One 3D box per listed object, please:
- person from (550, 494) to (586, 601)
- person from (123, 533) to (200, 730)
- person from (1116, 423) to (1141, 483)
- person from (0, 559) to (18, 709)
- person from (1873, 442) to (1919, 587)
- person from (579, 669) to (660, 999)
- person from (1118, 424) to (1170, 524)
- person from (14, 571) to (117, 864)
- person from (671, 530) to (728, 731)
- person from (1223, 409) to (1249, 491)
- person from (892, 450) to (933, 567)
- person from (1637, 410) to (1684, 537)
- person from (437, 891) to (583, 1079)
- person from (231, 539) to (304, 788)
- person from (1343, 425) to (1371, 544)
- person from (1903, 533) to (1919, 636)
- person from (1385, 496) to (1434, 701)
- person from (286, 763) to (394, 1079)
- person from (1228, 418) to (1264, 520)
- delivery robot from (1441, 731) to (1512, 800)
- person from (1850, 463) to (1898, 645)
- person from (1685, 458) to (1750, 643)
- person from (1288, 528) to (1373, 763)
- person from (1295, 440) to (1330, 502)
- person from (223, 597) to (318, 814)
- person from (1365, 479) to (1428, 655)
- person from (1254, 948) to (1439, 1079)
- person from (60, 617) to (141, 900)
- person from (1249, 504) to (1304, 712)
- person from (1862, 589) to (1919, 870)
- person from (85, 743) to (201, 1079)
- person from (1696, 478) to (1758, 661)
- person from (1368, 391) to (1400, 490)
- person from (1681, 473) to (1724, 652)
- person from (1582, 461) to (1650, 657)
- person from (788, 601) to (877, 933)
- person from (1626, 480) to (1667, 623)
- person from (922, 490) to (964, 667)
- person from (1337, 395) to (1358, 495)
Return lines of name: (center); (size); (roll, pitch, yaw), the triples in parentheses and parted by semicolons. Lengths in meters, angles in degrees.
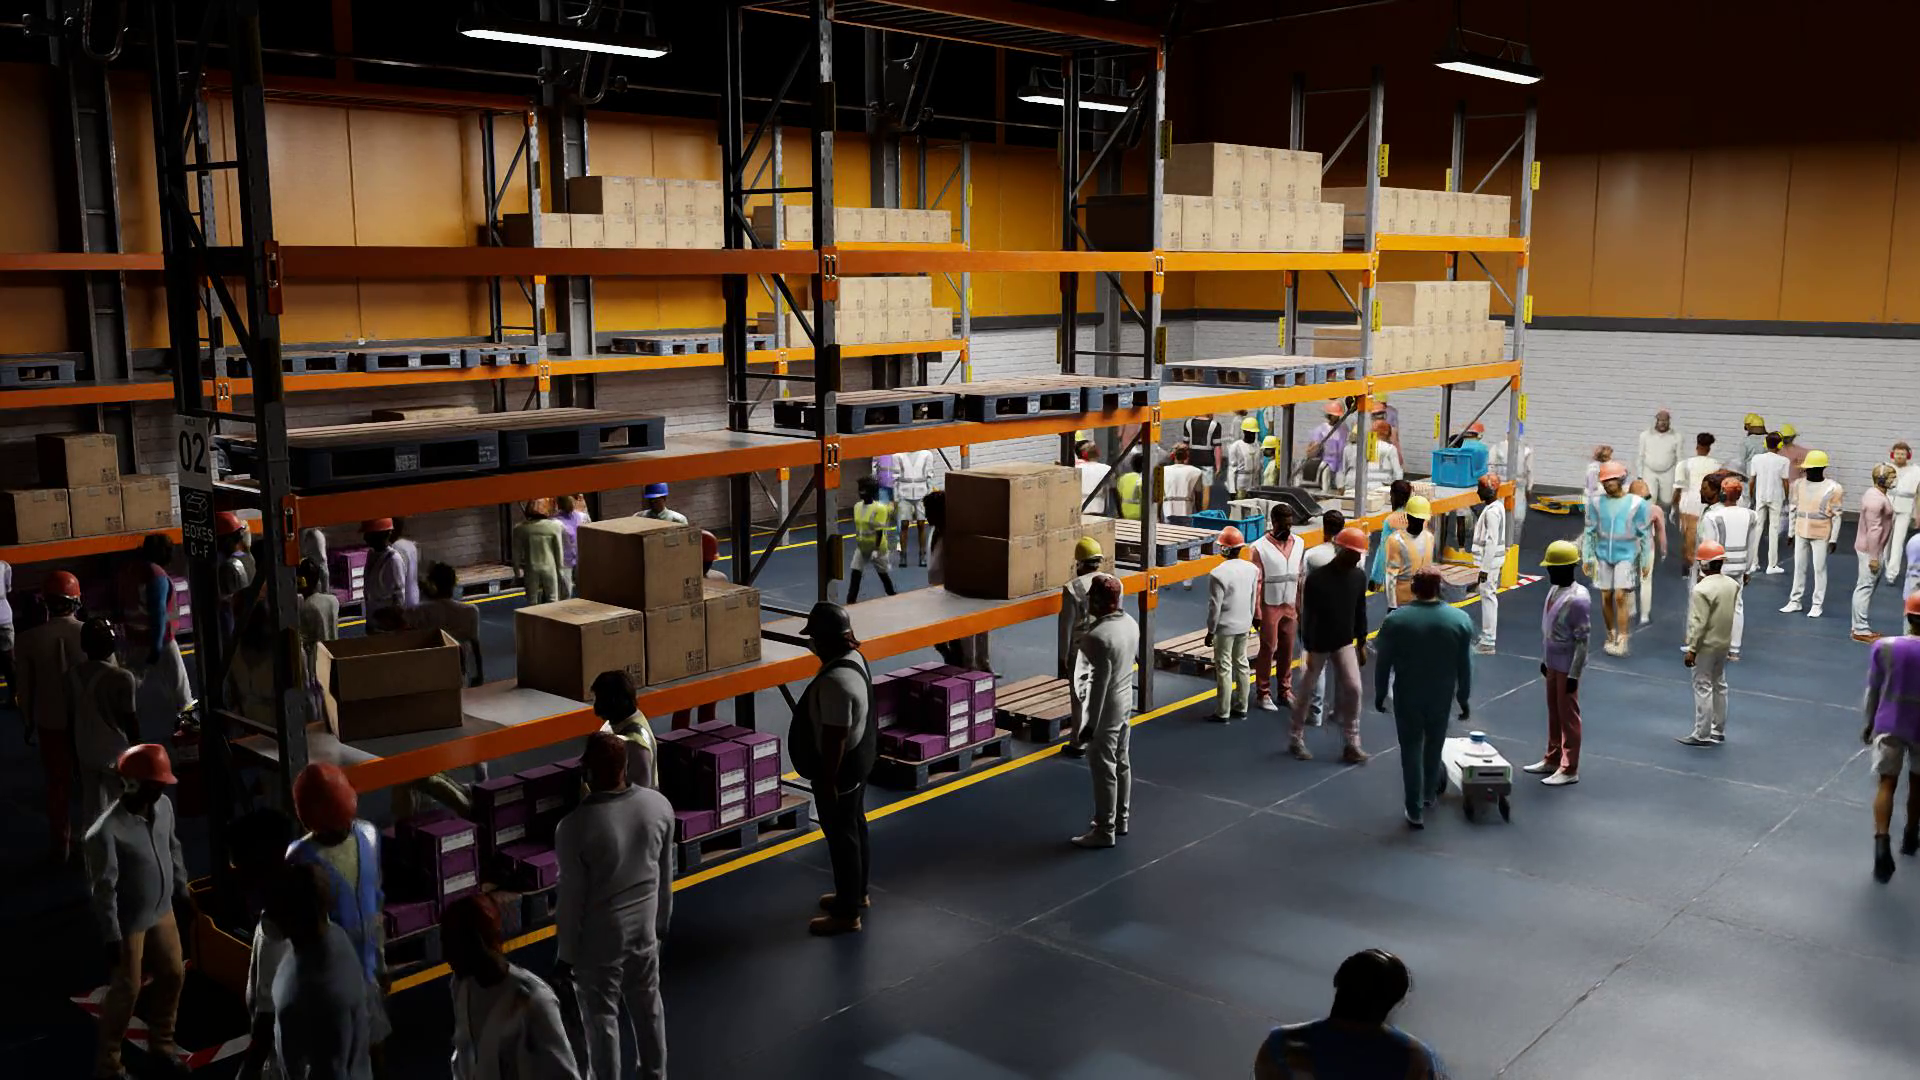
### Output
person: (-4.199, 0.262, 17.950); (0.369, 1.629, 0.552); (6, 11, 33)
person: (-6.875, 0.836, 14.071); (0.613, 1.798, 0.920); (8, 12, 39)
person: (3.134, -1.981, 30.510); (0.648, 1.907, 0.401); (-6, 11, -31)
person: (-8.709, 0.741, 14.907); (0.319, 1.698, 0.538); (3, 10, 17)
person: (11.882, -0.357, 21.118); (0.579, 1.812, 0.911); (7, 12, 34)
person: (-1.888, 1.614, 9.250); (0.429, 1.843, 0.627); (-3, 10, -19)
person: (2.412, -0.545, 21.541); (0.682, 2.000, 0.536); (4, 10, 23)
person: (-6.022, 1.197, 11.273); (0.622, 1.993, 0.382); (-5, 11, -25)
person: (-2.037, 0.899, 13.084); (0.407, 1.984, 0.612); (9, 13, 43)
person: (4.869, -1.593, 29.030); (0.360, 1.624, 0.535); (1, 10, 7)
person: (-0.624, -0.587, 22.134); (0.547, 1.929, 0.391); (-1, 10, -4)
person: (10.404, -1.002, 24.744); (0.643, 1.888, 0.635); (4, 10, 21)
person: (-1.570, 2.150, 6.004); (0.642, 1.854, 0.440); (8, 12, 39)
person: (-5.285, 0.954, 12.835); (0.608, 1.957, 0.391); (-8, 12, -39)
person: (5.739, -0.810, 24.033); (0.310, 1.735, 0.484); (-5, 11, -28)
person: (8.842, 0.569, 15.248); (0.551, 1.941, 0.432); (-7, 12, -38)
person: (4.179, 0.538, 15.426); (0.588, 1.923, 0.383); (-6, 11, -33)
person: (-2.628, 1.902, 7.113); (0.512, 2.004, 0.631); (4, 10, 20)
person: (3.999, -0.753, 23.168); (0.582, 1.917, 0.403); (-5, 11, -29)
delivery robot: (3.854, 1.676, 12.428); (0.477, 0.478, 0.707); (0, 10, -1)
person: (9.755, 0.140, 17.755); (0.379, 1.940, 0.629); (5, 11, 29)
person: (8.083, 0.093, 17.727); (0.773, 2.000, 0.534); (-3, 10, -18)
person: (3.050, 0.861, 13.472); (0.621, 1.946, 0.706); (-3, 10, -20)
person: (4.803, -0.562, 22.919); (0.518, 1.610, 0.729); (6, 11, 33)
person: (-4.583, 1.298, 10.986); (0.600, 1.892, 0.638); (3, 10, 19)
person: (4.350, 0.322, 16.828); (0.607, 1.881, 0.870); (-8, 12, -39)
person: (1.262, 2.235, 5.683); (0.637, 1.794, 0.785); (-2, 10, -14)
person: (-5.416, 1.396, 10.565); (0.503, 1.839, 0.349); (2, 10, 11)
person: (2.869, 0.607, 15.079); (0.596, 1.907, 0.414); (-6, 11, -31)
person: (6.364, 1.262, 11.178); (0.553, 1.904, 0.945); (7, 12, 35)
person: (-4.036, 1.847, 8.232); (0.431, 1.721, 0.598); (2, 10, 12)
person: (7.779, 0.310, 16.903); (0.574, 1.885, 0.355); (-2, 10, -9)
person: (7.362, -1.734, 29.127); (0.599, 1.881, 0.747); (1, 10, 4)
person: (7.710, 0.269, 17.043); (0.398, 1.920, 0.590); (2, 10, 11)
person: (6.706, 0.212, 17.144); (0.647, 2.002, 0.755); (9, 13, 42)
person: (-0.785, 1.357, 10.184); (0.536, 2.000, 0.683); (1, 10, 5)
person: (7.697, 0.113, 18.877); (0.602, 1.598, 0.728); (2, 10, 10)
person: (-0.142, 0.499, 15.566); (0.430, 1.945, 0.624); (-5, 11, -26)
person: (6.465, -1.478, 27.616); (0.332, 1.874, 0.520); (-4, 10, -23)
